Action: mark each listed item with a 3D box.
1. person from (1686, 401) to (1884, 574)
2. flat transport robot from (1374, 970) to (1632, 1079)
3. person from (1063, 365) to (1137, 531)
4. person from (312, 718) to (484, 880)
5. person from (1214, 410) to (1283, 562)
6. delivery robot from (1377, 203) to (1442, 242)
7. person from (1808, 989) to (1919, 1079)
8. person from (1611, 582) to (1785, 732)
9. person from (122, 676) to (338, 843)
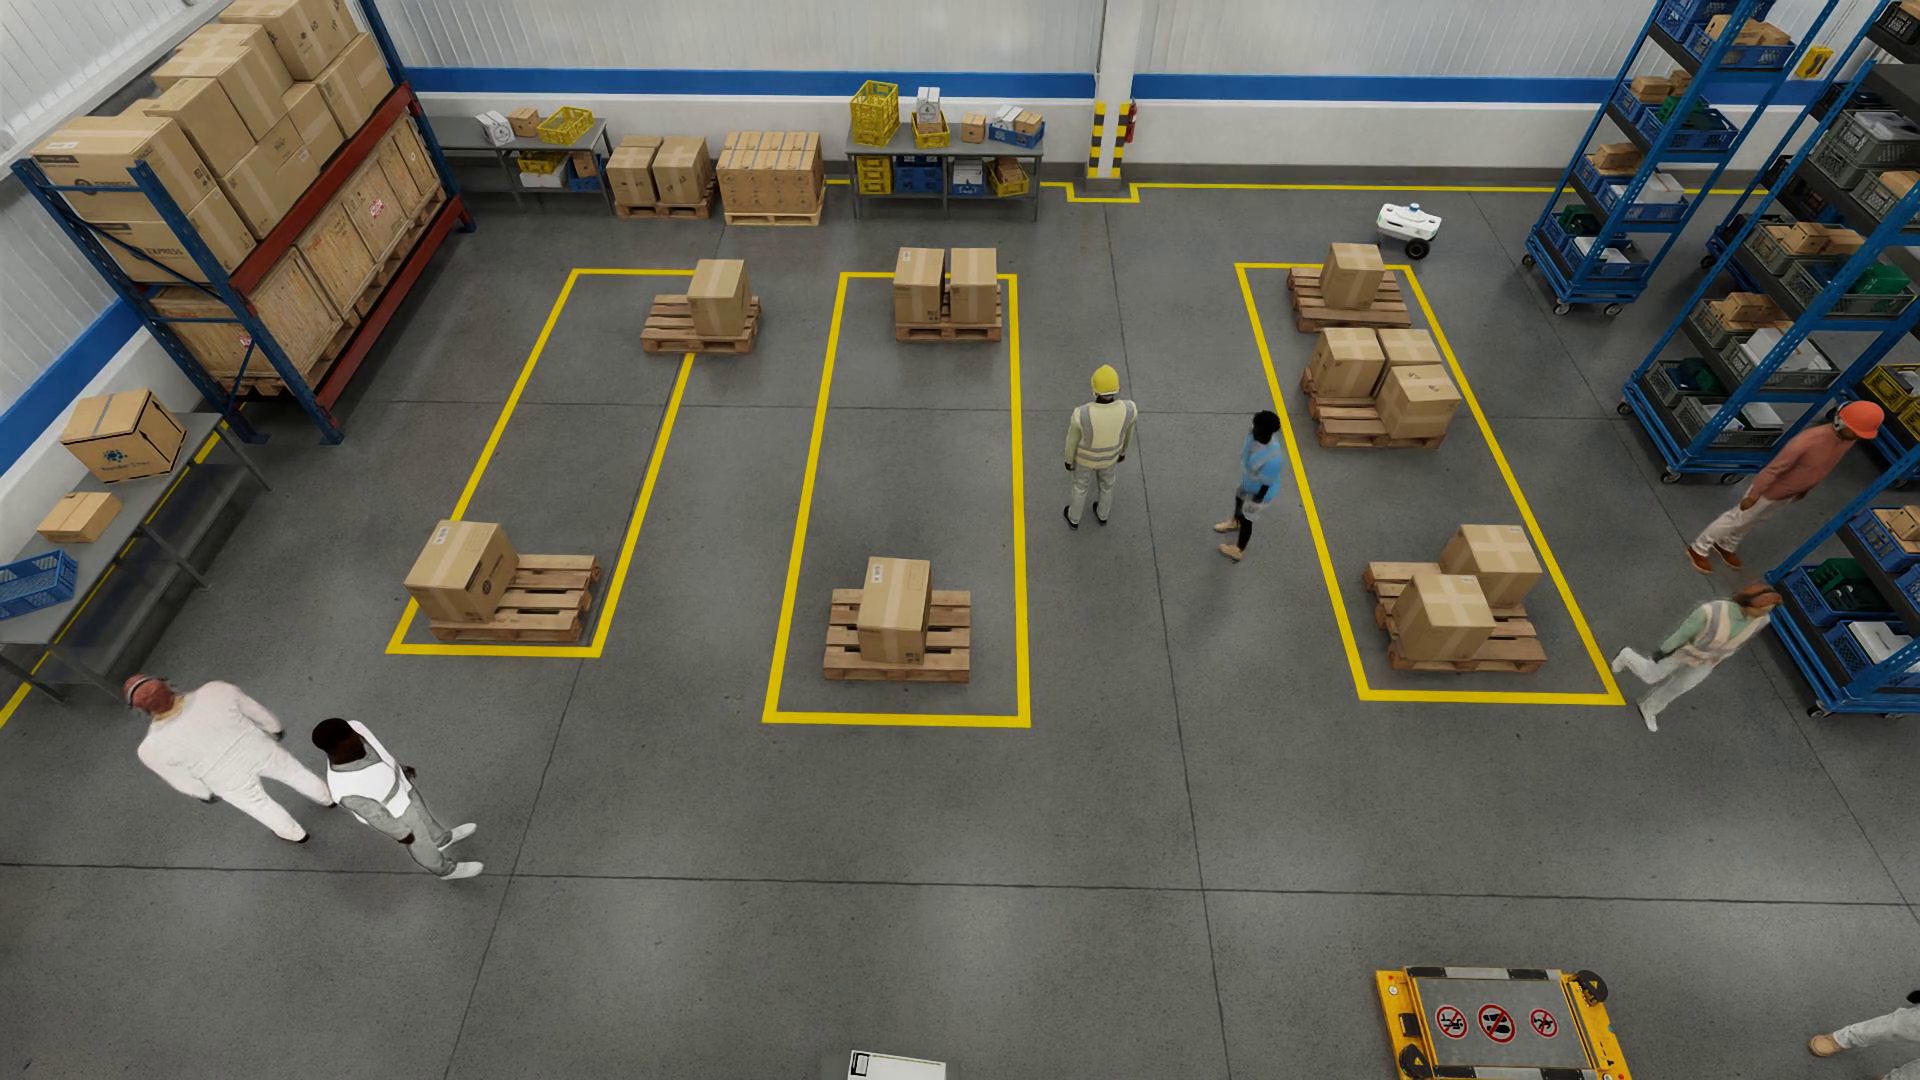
[{"bbox_3d":[6.923,-0.427,7.726,0.622,1.981,0.411,-12,52,-10],"label":"person"},{"bbox_3d":[3.501,3.133,5.914,1.431,0.197,0.652,1,51,1],"label":"flat transport robot"},{"bbox_3d":[1.209,-0.784,8.114,0.596,1.823,0.403,-8,51,-7],"label":"person"},{"bbox_3d":[-3.729,1.705,6.025,0.396,1.917,0.590,-19,53,-15],"label":"person"},{"bbox_3d":[2.539,-0.499,7.975,0.394,1.674,0.567,-5,51,-4],"label":"person"},{"bbox_3d":[5.601,-3.969,11.463,0.707,0.478,0.477,25,55,19],"label":"delivery robot"},{"bbox_3d":[5.734,2.814,5.168,0.429,1.843,0.629,-20,54,-16],"label":"person"},{"bbox_3d":[5.540,0.805,6.944,0.531,1.618,0.554,6,51,5],"label":"person"},{"bbox_3d":[-4.934,1.480,6.223,0.397,1.900,0.654,18,53,14],"label":"person"}]
